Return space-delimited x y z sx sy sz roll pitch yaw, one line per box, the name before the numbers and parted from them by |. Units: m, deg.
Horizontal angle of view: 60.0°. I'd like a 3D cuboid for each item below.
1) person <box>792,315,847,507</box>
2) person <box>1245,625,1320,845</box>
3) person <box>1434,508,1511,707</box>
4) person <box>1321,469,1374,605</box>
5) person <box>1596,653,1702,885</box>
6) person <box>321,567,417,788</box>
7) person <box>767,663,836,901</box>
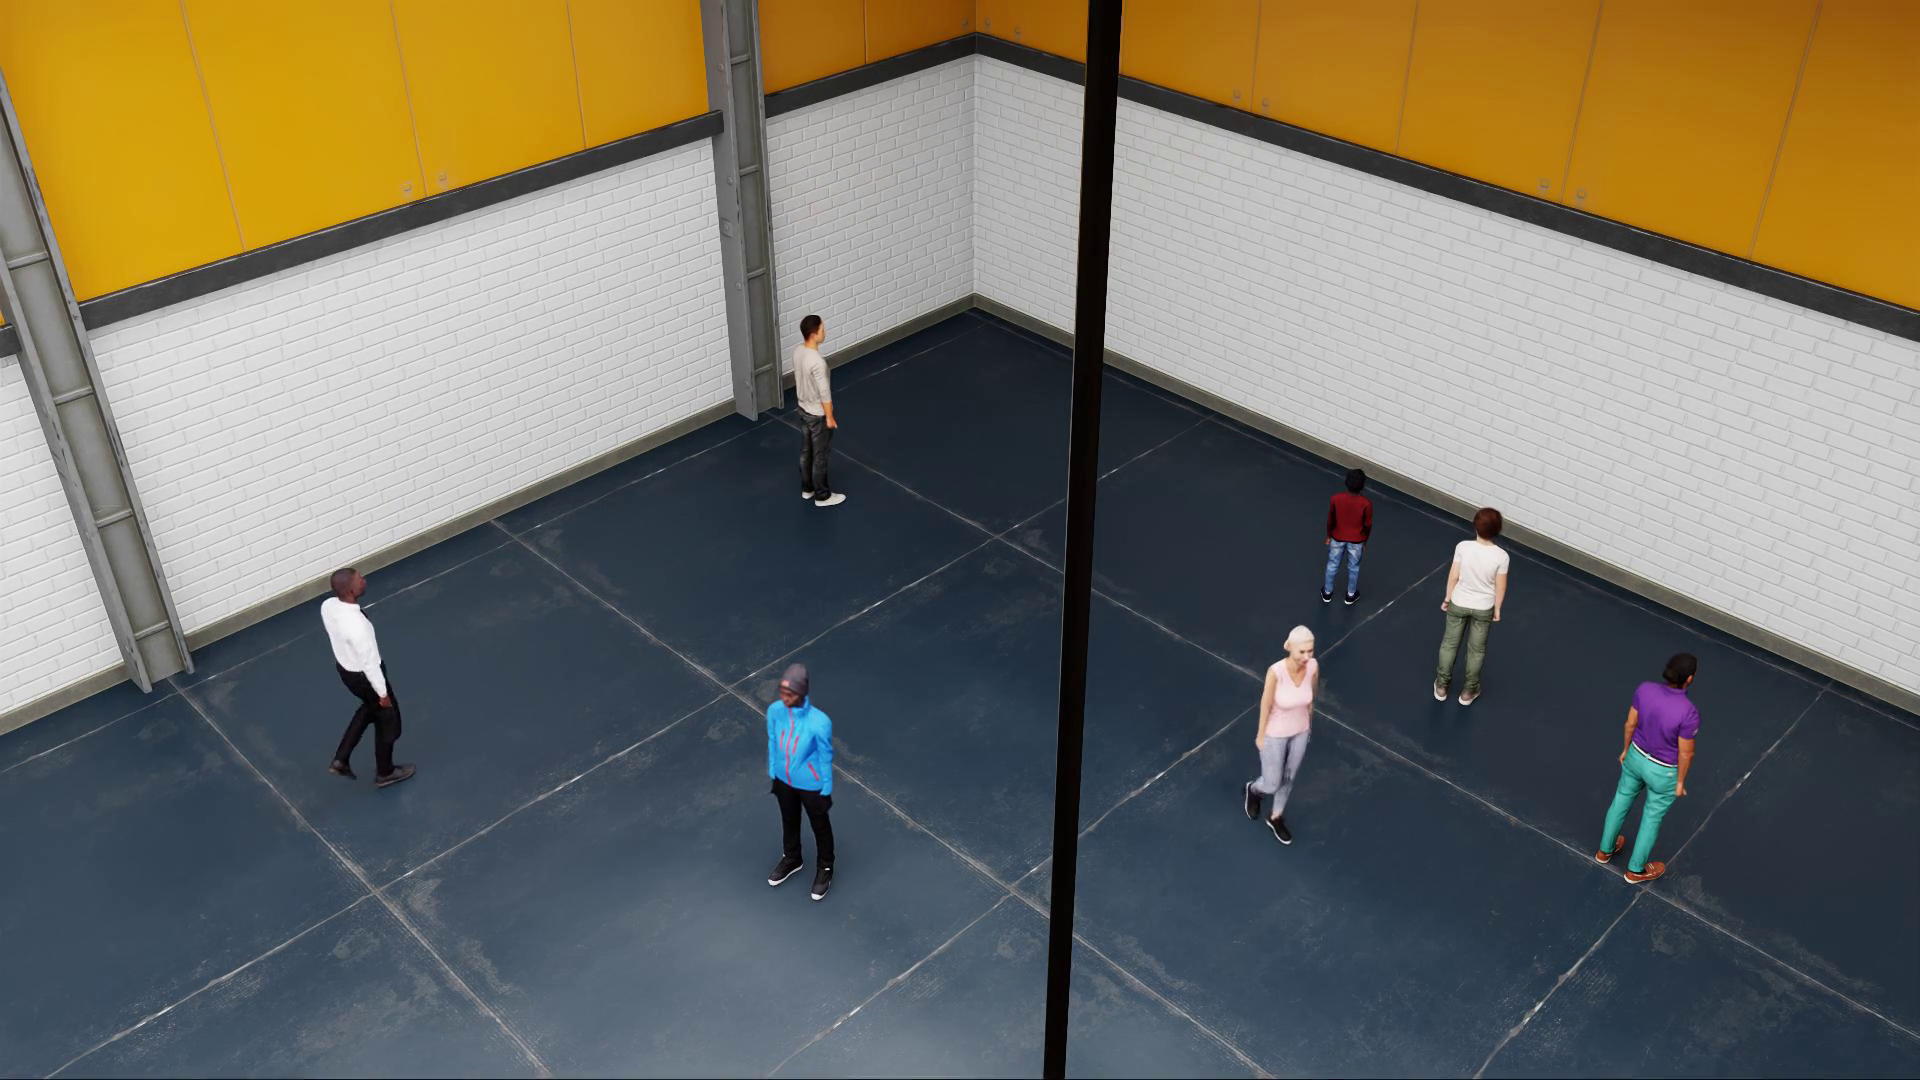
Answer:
person | -1.290 -1.138 14.635 0.609 1.809 0.694 -21 39 -28
person | 2.136 1.238 11.141 0.741 1.720 0.768 -10 35 -15
person | 3.791 0.489 12.328 0.655 1.654 0.647 13 36 19
person | 3.142 -0.034 13.473 0.578 1.256 0.604 10 35 15
person | 4.480 1.460 10.766 0.605 1.767 0.666 -21 39 -28
person | -4.176 1.001 11.407 0.660 1.821 0.800 27 42 35
person | -1.003 1.520 10.651 0.681 1.793 0.657 14 36 21
